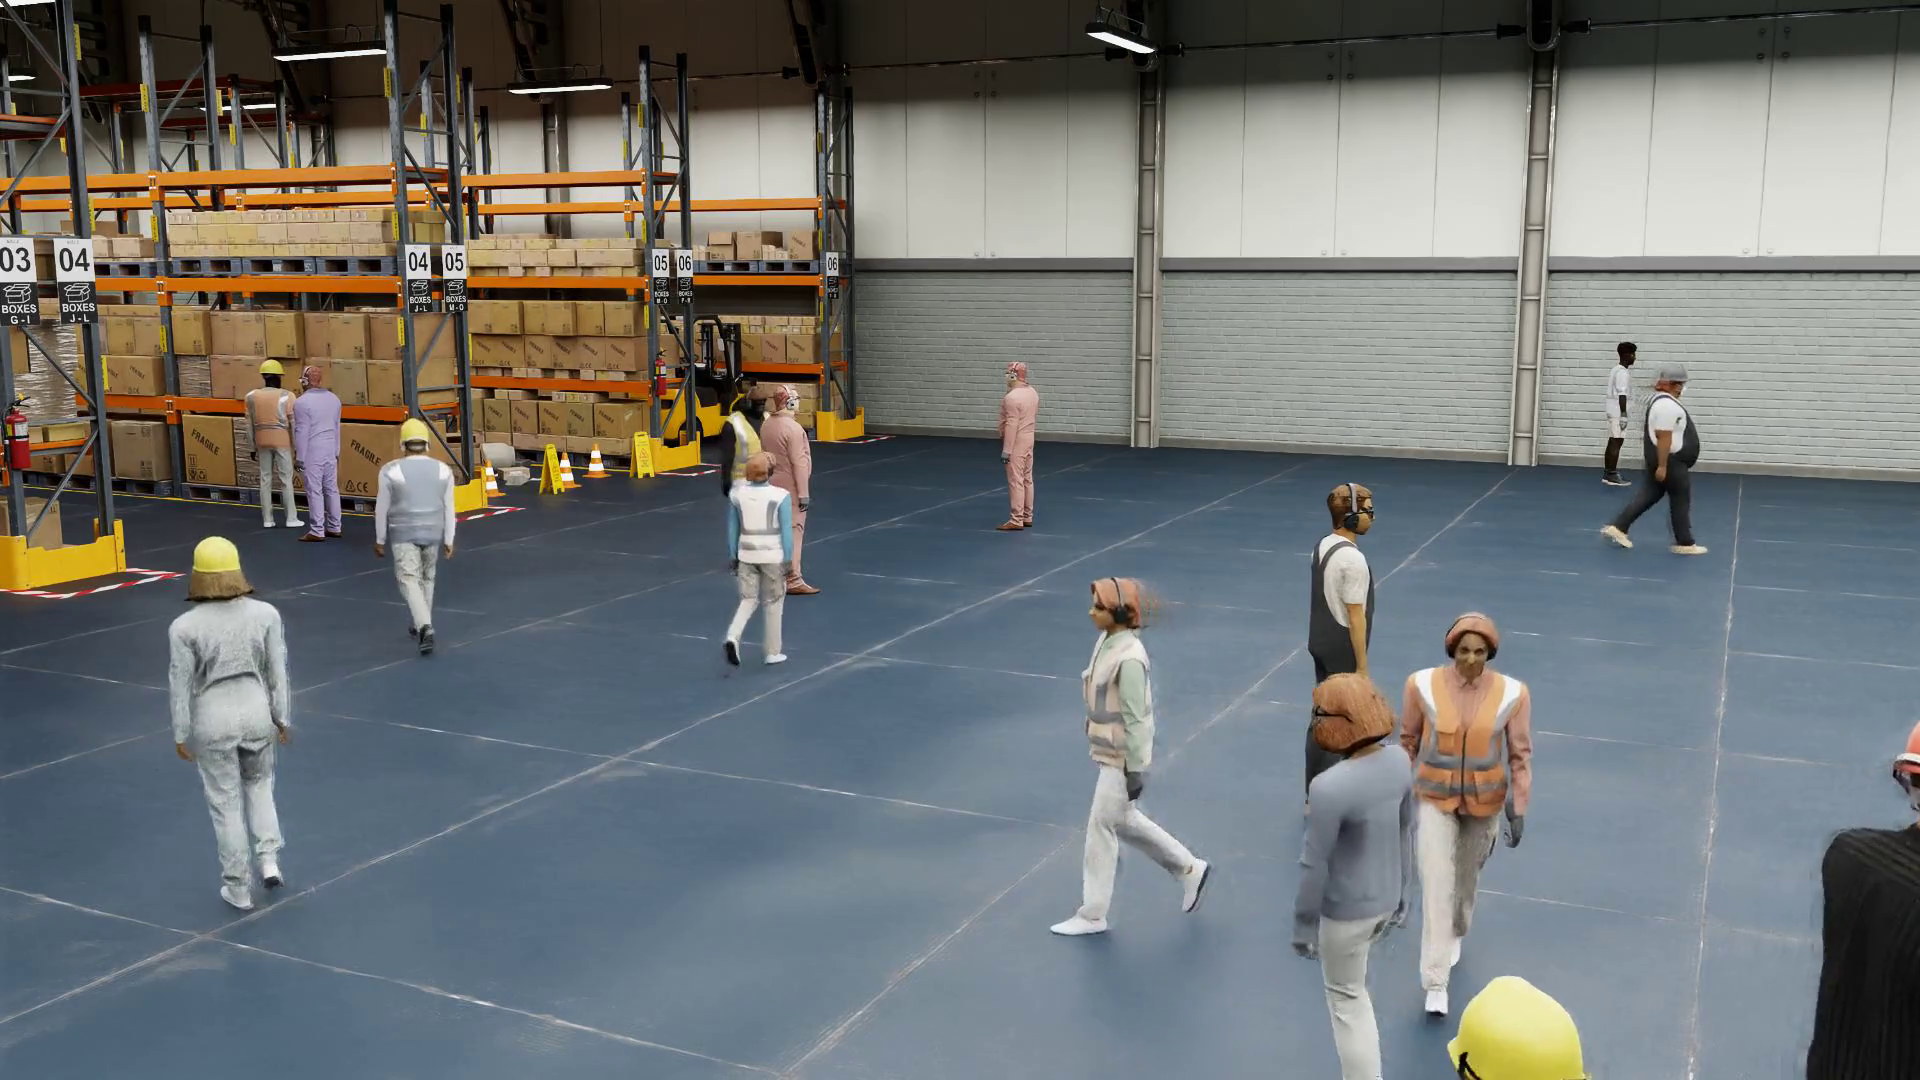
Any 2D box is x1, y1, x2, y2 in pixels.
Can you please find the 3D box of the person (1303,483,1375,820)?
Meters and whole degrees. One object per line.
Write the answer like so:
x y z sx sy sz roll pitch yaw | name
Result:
2.008 0.619 8.718 0.340 1.845 0.513 -2 9 -13 | person

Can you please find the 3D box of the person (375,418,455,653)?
-4.201 -0.043 12.897 0.586 1.807 0.843 -8 12 -39 | person

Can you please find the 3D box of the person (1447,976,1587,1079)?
0.984 1.625 2.907 0.531 1.729 0.880 -1 9 -7 | person

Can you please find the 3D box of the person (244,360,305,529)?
-7.799 -1.084 18.914 0.589 1.924 0.384 0 9 -2 | person

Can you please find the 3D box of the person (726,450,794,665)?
-1.488 0.156 12.240 0.523 1.626 0.558 4 10 21 | person

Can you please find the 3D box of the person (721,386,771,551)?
-2.109 -0.635 16.520 0.660 1.814 0.724 -7 12 -38 | person

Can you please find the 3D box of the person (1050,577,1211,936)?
0.775 0.953 7.361 0.691 1.619 0.526 -1 9 -6 | person

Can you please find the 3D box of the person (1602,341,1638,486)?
9.037 -1.734 22.770 0.362 1.963 0.613 2 9 10 | person

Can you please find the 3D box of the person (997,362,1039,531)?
0.635 -1.060 18.823 0.410 1.909 0.642 5 10 26 | person

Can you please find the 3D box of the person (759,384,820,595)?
-1.546 -0.458 15.118 0.410 1.913 0.643 -7 11 -36 | person

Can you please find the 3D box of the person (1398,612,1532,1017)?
2.031 1.068 6.749 0.526 1.584 0.902 2 9 12 | person

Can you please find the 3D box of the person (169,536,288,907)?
-3.380 0.839 7.686 0.505 1.730 0.354 -8 12 -41 | person

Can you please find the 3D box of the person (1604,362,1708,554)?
7.278 -0.880 17.307 0.956 2.000 0.686 2 10 13 | person

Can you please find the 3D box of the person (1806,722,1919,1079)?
2.211 1.351 3.866 0.601 1.958 0.656 -1 9 -5 | person

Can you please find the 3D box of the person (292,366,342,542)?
-6.998 -0.935 18.052 0.408 1.906 0.654 3 10 19 | person

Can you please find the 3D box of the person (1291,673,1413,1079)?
1.312 1.236 5.607 0.517 1.614 0.391 -8 12 -40 | person
